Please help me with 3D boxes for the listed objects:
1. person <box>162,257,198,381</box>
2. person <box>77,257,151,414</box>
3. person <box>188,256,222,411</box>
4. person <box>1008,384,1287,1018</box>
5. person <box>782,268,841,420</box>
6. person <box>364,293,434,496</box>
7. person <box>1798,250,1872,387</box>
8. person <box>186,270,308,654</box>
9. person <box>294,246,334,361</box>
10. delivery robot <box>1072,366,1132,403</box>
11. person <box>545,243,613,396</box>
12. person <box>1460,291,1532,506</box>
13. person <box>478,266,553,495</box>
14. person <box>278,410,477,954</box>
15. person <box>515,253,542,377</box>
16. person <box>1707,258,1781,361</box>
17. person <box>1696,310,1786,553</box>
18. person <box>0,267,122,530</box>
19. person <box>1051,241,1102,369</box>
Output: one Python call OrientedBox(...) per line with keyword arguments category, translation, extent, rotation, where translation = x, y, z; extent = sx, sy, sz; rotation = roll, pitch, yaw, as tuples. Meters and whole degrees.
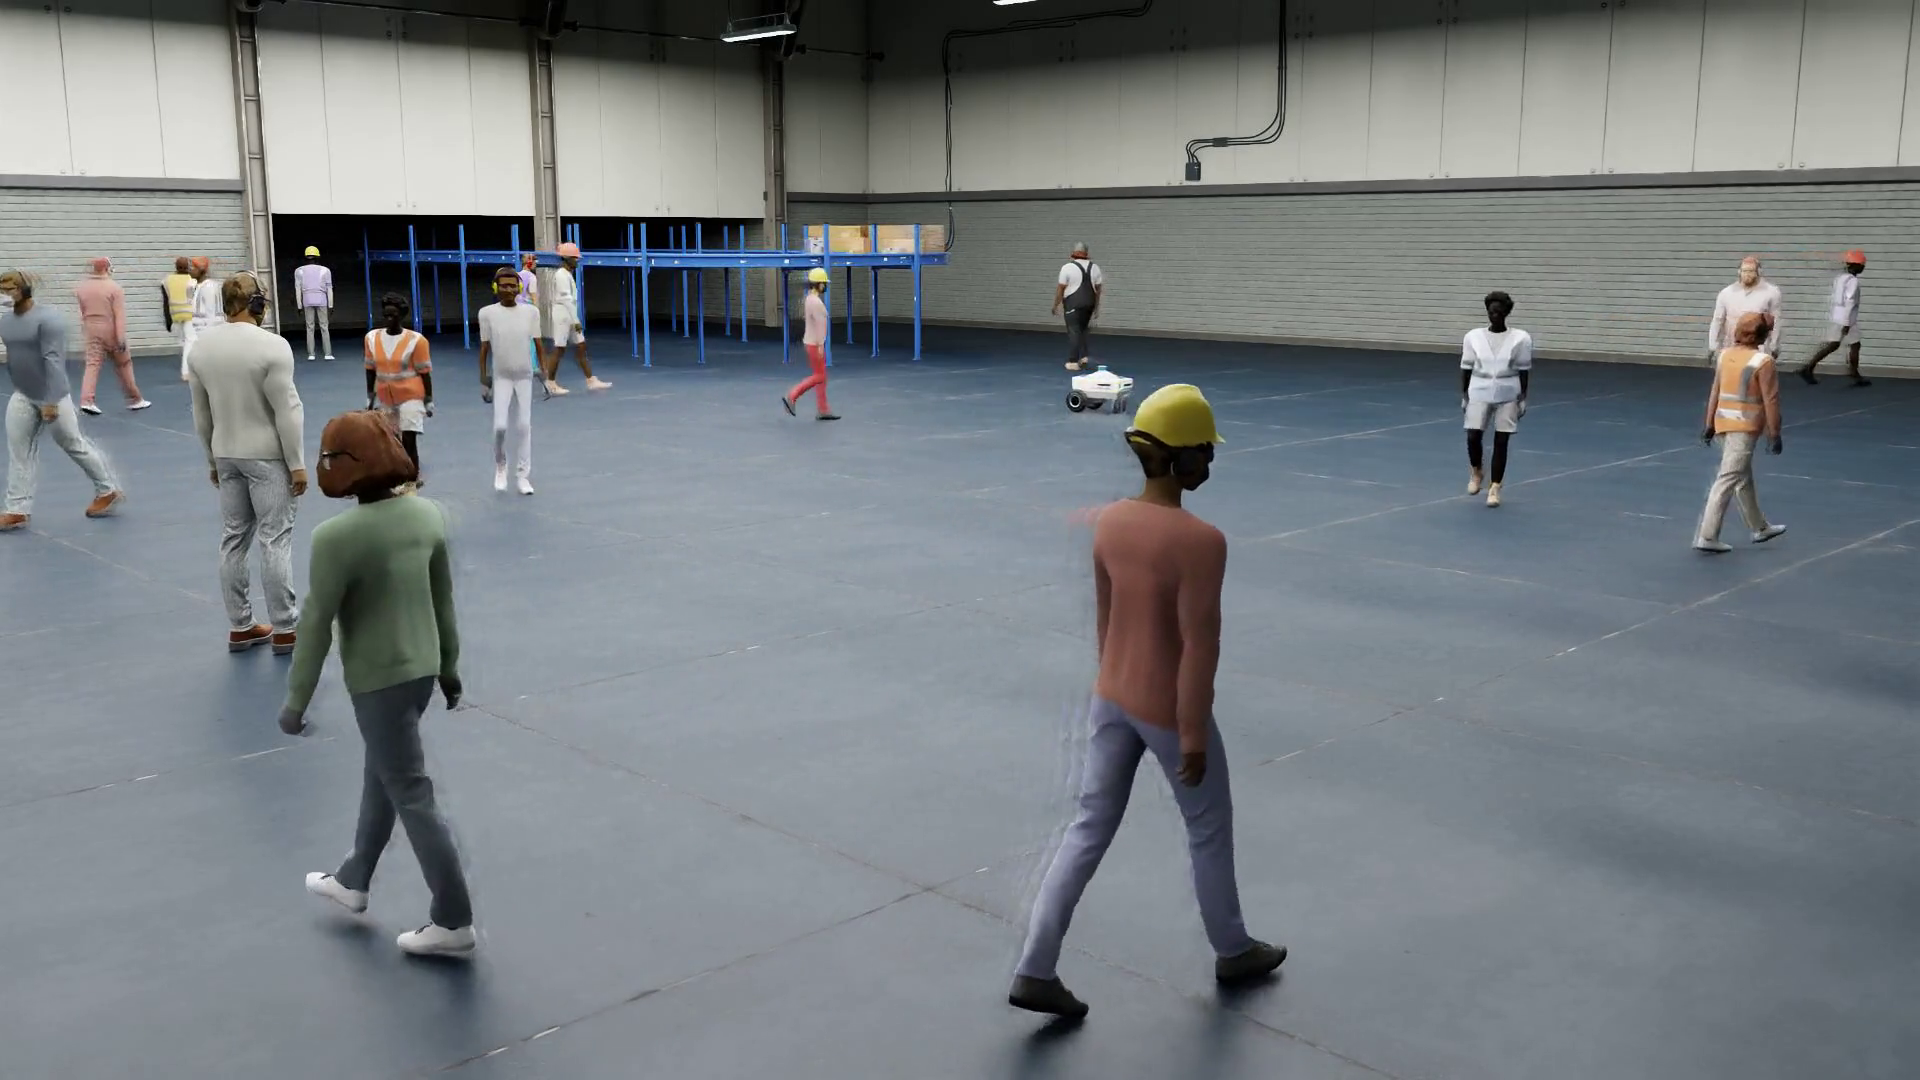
OrientedBox(category="person", translation=(-11.320, -3.247, 24.429), extent=(0.640, 1.794, 0.937), rotation=(1, 10, 8))
OrientedBox(category="person", translation=(-10.202, -2.441, 19.860), extent=(0.657, 1.862, 0.999), rotation=(2, 11, 11))
OrientedBox(category="person", translation=(-9.051, -2.492, 20.097), extent=(0.549, 1.863, 0.595), rotation=(-6, 12, -29))
OrientedBox(category="person", translation=(0.513, 0.439, 4.502), extent=(0.929, 1.722, 0.532), rotation=(-7, 13, -35))
OrientedBox(category="person", translation=(-1.704, -2.242, 19.060), extent=(0.620, 1.748, 0.527), rotation=(-3, 11, -15))
OrientedBox(category="person", translation=(-4.395, -1.134, 13.217), extent=(0.546, 1.669, 0.600), rotation=(2, 11, 12))
OrientedBox(category="person", translation=(12.390, -3.119, 23.420), extent=(0.907, 1.912, 0.561), rotation=(1, 10, 7))
OrientedBox(category="person", translation=(-3.590, -0.395, 8.468), extent=(0.627, 1.938, 0.372), rotation=(3, 11, 18))
OrientedBox(category="person", translation=(-10.911, -3.994, 28.124), extent=(0.589, 1.924, 0.384), rotation=(-3, 11, -15))
OrientedBox(category="delivery robot", translation=(1.719, -1.863, 20.101), extent=(0.707, 0.478, 0.477), rotation=(7, 13, 34))
OrientedBox(category="person", translation=(-5.074, -2.910, 21.999), extent=(0.972, 2.000, 0.616), rotation=(-1, 10, -3))
OrientedBox(category="person", translation=(4.195, -1.110, 13.058), extent=(0.536, 1.685, 0.382), rotation=(4, 11, 20))
OrientedBox(category="person", translation=(-3.649, -1.310, 13.669), extent=(0.543, 1.860, 0.401), rotation=(-5, 11, -24))
OrientedBox(category="person", translation=(-1.773, 0.420, 4.919), extent=(0.792, 1.596, 0.521), rotation=(4, 11, 19))
OrientedBox(category="person", translation=(-6.534, -3.398, 25.111), extent=(0.403, 1.836, 0.564), rotation=(-10, 14, -43))
OrientedBox(category="person", translation=(8.460, -2.105, 18.004), extent=(0.676, 1.851, 0.992), rotation=(8, 13, 36))
OrientedBox(category="person", translation=(5.316, -0.721, 11.119), extent=(0.821, 1.600, 0.544), rotation=(-2, 11, -11))
OrientedBox(category="person", translation=(-6.715, -1.059, 12.249), extent=(0.626, 1.897, 1.008), rotation=(4, 11, 21))
OrientedBox(category="person", translation=(1.850, -3.725, 26.457), extent=(0.711, 2.000, 0.565), rotation=(-6, 12, -29))
